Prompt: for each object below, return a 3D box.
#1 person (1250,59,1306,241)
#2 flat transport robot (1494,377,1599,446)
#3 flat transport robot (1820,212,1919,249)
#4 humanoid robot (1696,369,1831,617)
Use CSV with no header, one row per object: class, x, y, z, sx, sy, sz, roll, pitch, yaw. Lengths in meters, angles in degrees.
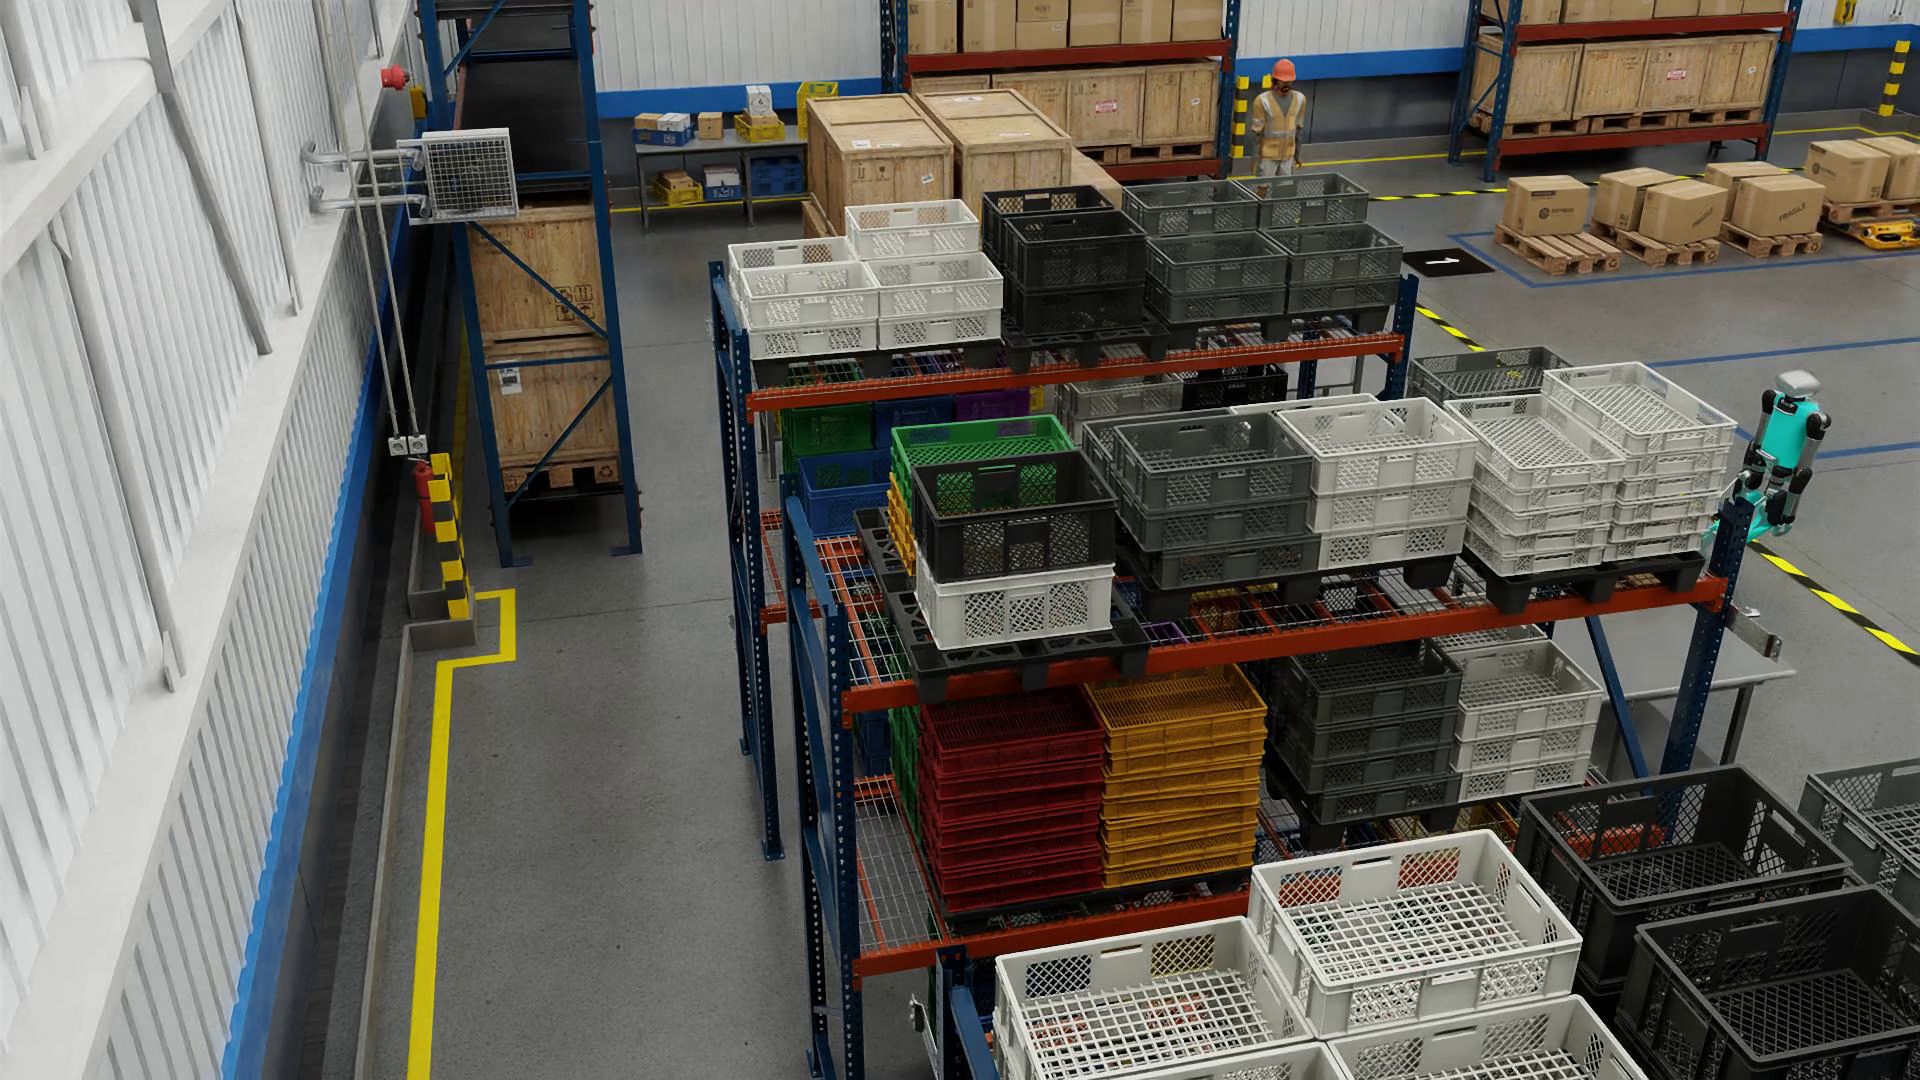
person,3.458,-4.199,18.112,0.614,2.041,0.375,-8,29,-14
flat transport robot,4.780,-1.036,14.013,0.659,0.231,1.431,-6,28,-12
flat transport robot,10.236,-3.638,18.919,0.652,0.197,1.431,-6,28,-12
humanoid robot,5.108,-0.276,10.850,0.735,1.677,0.533,-7,29,-13
